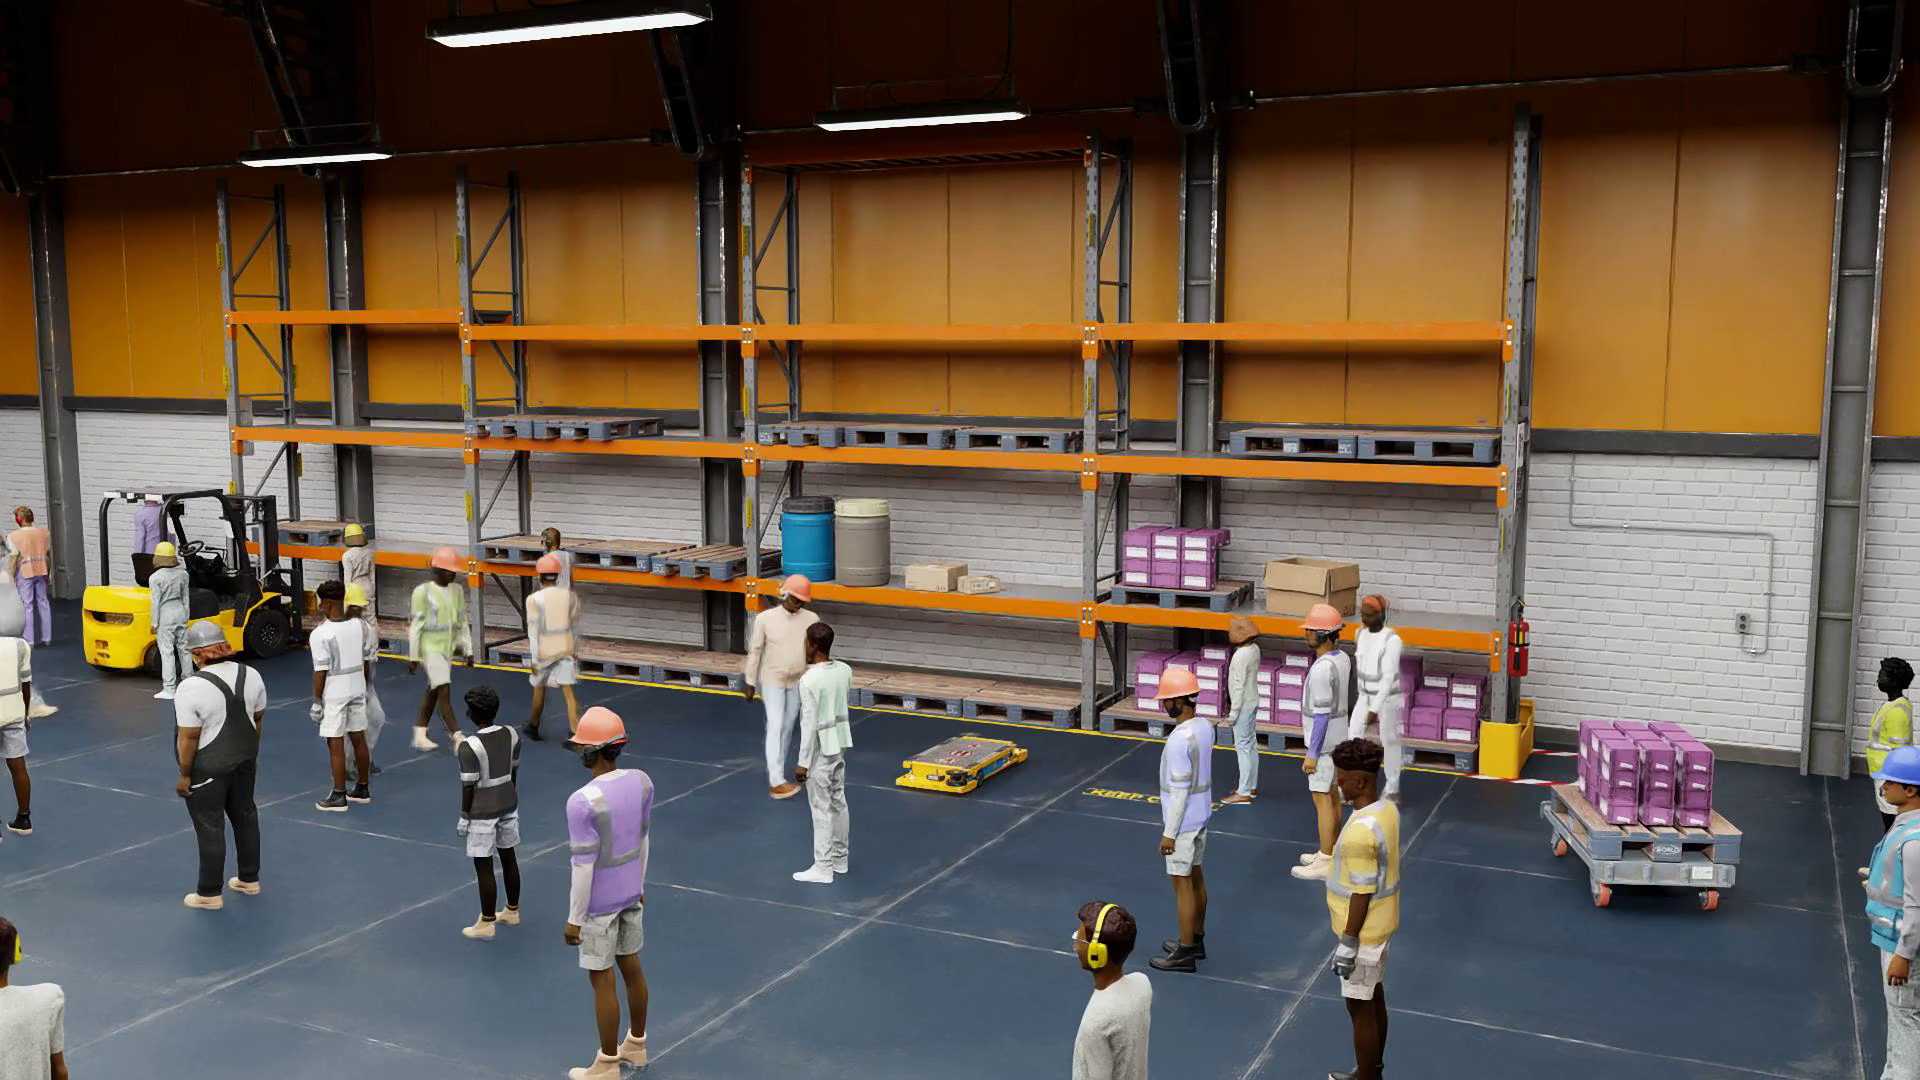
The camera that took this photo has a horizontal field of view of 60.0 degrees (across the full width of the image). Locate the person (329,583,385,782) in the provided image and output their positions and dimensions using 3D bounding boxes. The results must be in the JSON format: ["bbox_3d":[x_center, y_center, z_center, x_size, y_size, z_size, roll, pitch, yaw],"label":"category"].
[{"bbox_3d":[-5.404,1.283,14.900,0.515,1.810,0.596,1,7,9],"label":"person"}]

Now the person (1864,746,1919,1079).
[{"bbox_3d":[4.770,2.001,8.407,0.386,1.948,0.601,3,8,26],"label":"person"}]

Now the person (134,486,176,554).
[{"bbox_3d":[-11.424,0.186,23.573,0.409,1.909,0.640,3,8,26],"label":"person"}]

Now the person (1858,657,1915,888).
[{"bbox_3d":[6.729,1.686,12.040,0.319,1.696,0.532,3,8,26],"label":"person"}]

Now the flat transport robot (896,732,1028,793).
[{"bbox_3d":[0.035,2.016,15.148,0.652,0.197,1.431,3,8,26],"label":"flat transport robot"}]

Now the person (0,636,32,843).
[{"bbox_3d":[-7.652,1.417,13.180,0.368,1.960,0.602,3,8,26],"label":"person"}]

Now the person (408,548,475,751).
[{"bbox_3d":[-4.890,1.072,15.908,1.033,1.986,0.630,3,8,26],"label":"person"}]

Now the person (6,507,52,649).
[{"bbox_3d":[-11.929,0.488,21.350,0.390,1.839,0.564,3,8,26],"label":"person"}]

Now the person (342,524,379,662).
[{"bbox_3d":[-7.350,0.664,20.316,0.305,1.738,0.484,3,8,26],"label":"person"}]

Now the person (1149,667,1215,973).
[{"bbox_3d":[1.395,1.755,10.507,0.366,1.931,0.542,3,8,26],"label":"person"}]

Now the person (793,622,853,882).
[{"bbox_3d":[-0.999,1.553,12.224,0.393,1.920,0.591,3,8,26],"label":"person"}]

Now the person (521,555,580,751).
[{"bbox_3d":[-3.986,1.084,16.258,0.567,1.878,1.002,-5,9,-37],"label":"person"}]

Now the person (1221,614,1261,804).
[{"bbox_3d":[2.427,1.446,14.281,0.289,1.633,0.497,3,8,26],"label":"person"}]

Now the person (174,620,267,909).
[{"bbox_3d":[-5.265,1.554,11.717,0.537,2.000,0.679,3,8,26],"label":"person"}]

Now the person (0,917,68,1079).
[{"bbox_3d":[-3.588,2.305,6.246,0.329,1.865,0.508,3,8,26],"label":"person"}]

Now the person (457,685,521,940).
[{"bbox_3d":[-3.137,1.804,11.075,0.319,1.694,0.532,3,8,26],"label":"person"}]

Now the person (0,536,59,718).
[{"bbox_3d":[-10.043,0.885,17.245,1.077,2.000,0.688,0,7,-3],"label":"person"}]

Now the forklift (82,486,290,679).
[{"bbox_3d":[-9.426,0.454,20.179,1.214,2.155,2.313,3,8,26],"label":"forklift"}]

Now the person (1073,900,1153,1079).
[{"bbox_3d":[0.551,2.288,6.354,0.329,1.872,0.508,3,8,26],"label":"person"}]

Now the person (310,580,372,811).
[{"bbox_3d":[-5.247,1.308,14.081,0.368,1.960,0.602,3,8,26],"label":"person"}]

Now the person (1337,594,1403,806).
[{"bbox_3d":[3.428,1.371,13.985,0.844,1.845,0.586,-4,8,-29],"label":"person"}]

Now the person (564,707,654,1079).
[{"bbox_3d":[-1.894,1.898,8.869,0.374,2.044,0.606,3,8,26],"label":"person"}]

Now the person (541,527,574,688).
[{"bbox_3d":[-4.627,0.768,19.029,0.346,1.842,0.506,3,8,26],"label":"person"}]

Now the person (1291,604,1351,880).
[{"bbox_3d":[2.666,1.485,12.282,0.374,2.044,0.606,3,8,26],"label":"person"}]

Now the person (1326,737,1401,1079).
[{"bbox_3d":[2.060,1.977,8.550,0.368,1.960,0.602,3,8,26],"label":"person"}]

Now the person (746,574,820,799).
[{"bbox_3d":[-1.488,1.270,14.492,0.643,1.933,0.861,-4,8,-28],"label":"person"}]

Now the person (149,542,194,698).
[{"bbox_3d":[-8.775,0.886,18.459,0.295,1.744,0.484,3,8,26],"label":"person"}]
